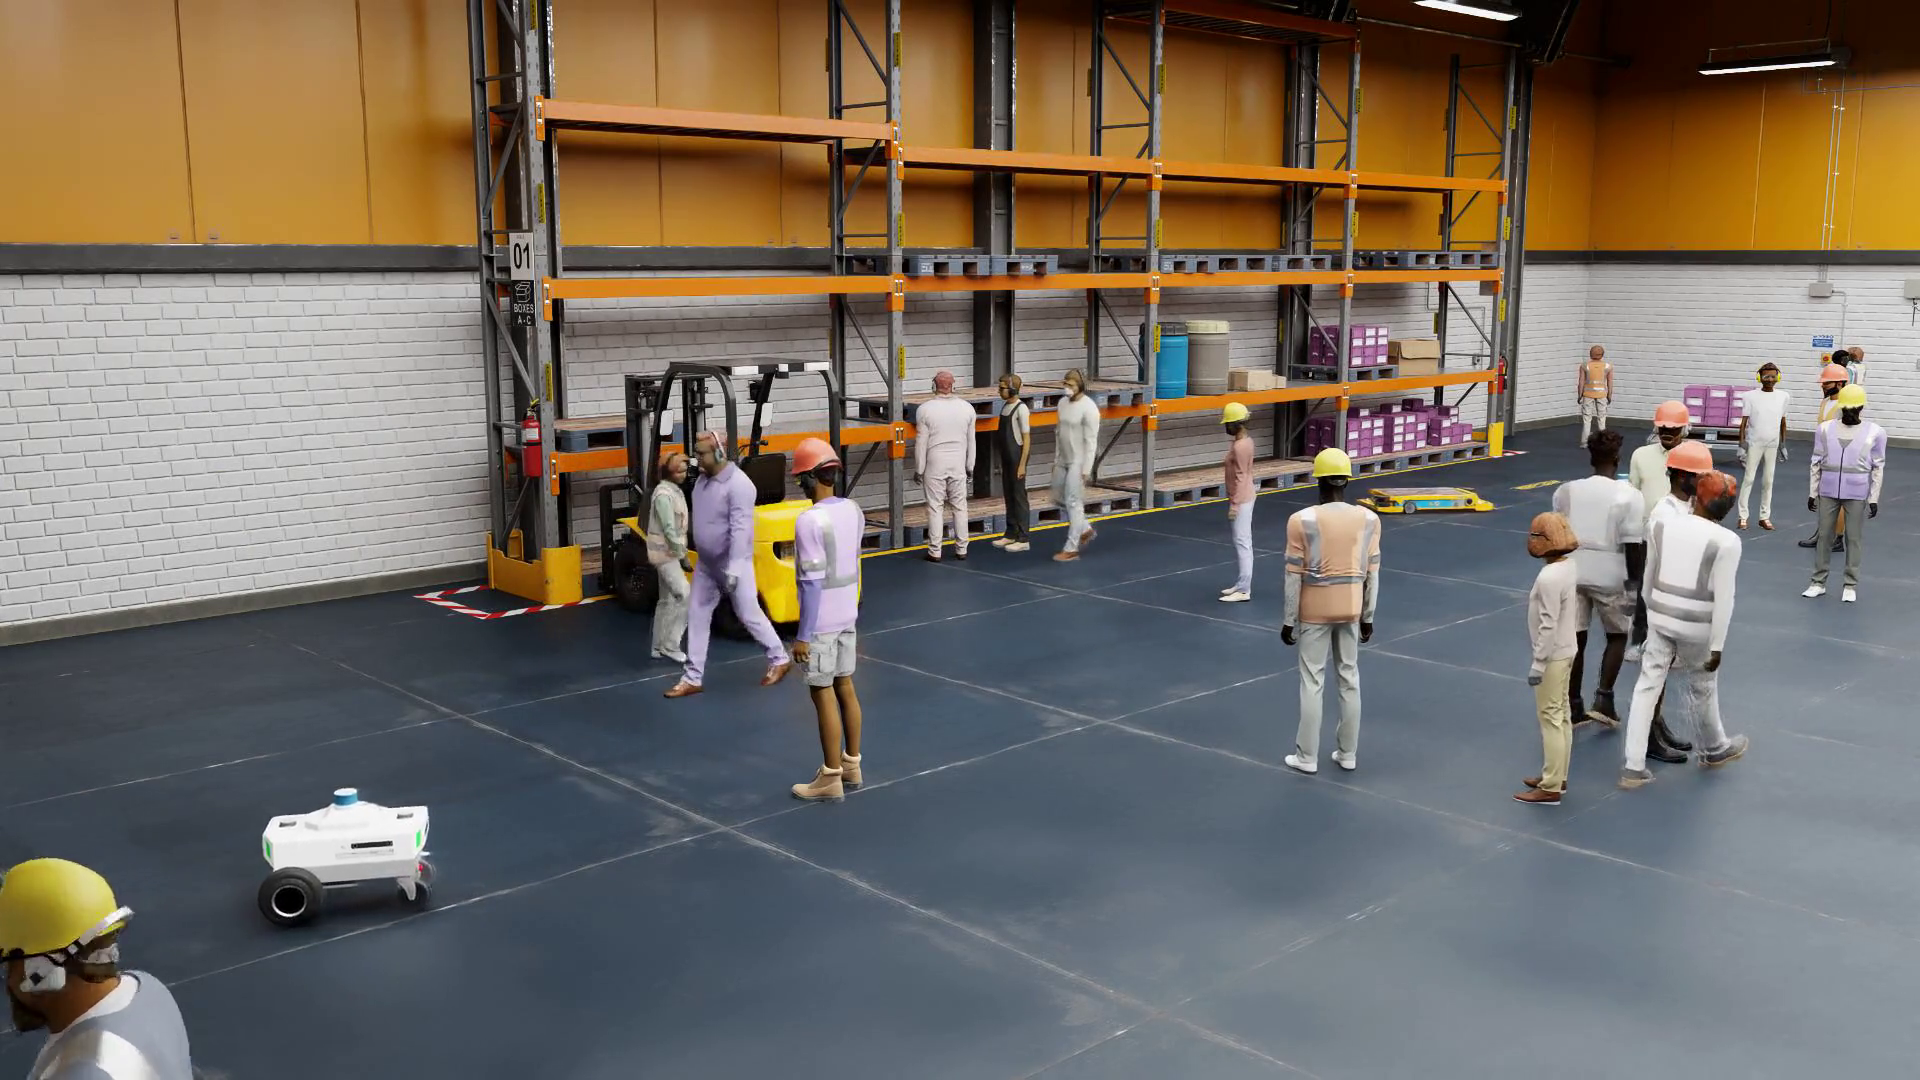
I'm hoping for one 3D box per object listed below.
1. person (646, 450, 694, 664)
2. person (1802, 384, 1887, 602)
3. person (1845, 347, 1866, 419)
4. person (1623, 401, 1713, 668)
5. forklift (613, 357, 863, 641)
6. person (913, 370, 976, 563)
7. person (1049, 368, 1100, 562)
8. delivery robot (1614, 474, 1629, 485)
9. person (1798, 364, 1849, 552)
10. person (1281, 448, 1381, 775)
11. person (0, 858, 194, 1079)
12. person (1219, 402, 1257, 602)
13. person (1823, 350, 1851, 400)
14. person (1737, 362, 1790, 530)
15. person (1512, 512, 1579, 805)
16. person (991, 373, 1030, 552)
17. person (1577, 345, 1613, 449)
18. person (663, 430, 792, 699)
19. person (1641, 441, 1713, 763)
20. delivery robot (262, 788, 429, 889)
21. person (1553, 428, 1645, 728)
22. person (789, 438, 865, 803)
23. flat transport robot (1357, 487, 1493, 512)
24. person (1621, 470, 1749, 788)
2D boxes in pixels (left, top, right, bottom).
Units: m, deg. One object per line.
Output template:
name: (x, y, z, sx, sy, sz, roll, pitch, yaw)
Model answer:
person: (-2.149, 0.138, 12.304, 0.439, 1.616, 0.528, 1, 10, 3)
person: (7.787, -0.415, 14.655, 0.585, 1.923, 0.376, 9, 13, 41)
person: (13.807, -2.162, 25.753, 0.526, 1.633, 0.337, -7, 12, -35)
person: (5.214, -0.042, 12.318, 0.405, 1.985, 0.616, -10, 14, -44)
forklift: (-1.847, -0.414, 13.852, 1.214, 2.155, 2.313, -9, 13, -42)
person: (-0.163, -0.731, 16.553, 0.652, 1.906, 0.402, -4, 10, -22)
person: (1.146, -0.755, 16.619, 0.568, 1.926, 0.682, -5, 11, -28)
delivery robot: (7.526, -0.507, 18.915, 0.707, 0.478, 0.477, 0, 10, 2)
person: (8.936, -0.839, 17.091, 0.376, 1.935, 0.550, -1, 10, -4)
person: (2.167, 0.419, 9.790, 0.583, 1.921, 0.390, -2, 10, -14)
person: (-1.782, 1.554, 3.488, 0.417, 1.813, 0.625, -3, 10, -17)
person: (2.439, -0.331, 14.647, 0.328, 1.760, 0.523, 3, 10, 15)
person: (12.603, -1.889, 23.944, 0.540, 1.695, 0.317, -6, 11, -32)
person: (8.904, -1.034, 18.432, 0.536, 1.869, 0.312, 1, 10, 7)
person: (3.271, 0.655, 9.238, 0.285, 1.631, 0.501, 6, 11, 32)
person: (0.547, -0.800, 17.144, 0.339, 1.842, 0.507, -4, 11, -23)
person: (9.980, -2.236, 26.153, 0.517, 1.636, 0.314, 3, 10, 15)
person: (-1.598, 0.145, 11.575, 0.635, 1.863, 0.953, 9, 13, 43)
person: (4.328, 0.365, 10.058, 0.372, 1.933, 0.542, 6, 11, 31)
delivery robot: (-2.846, 1.401, 7.746, 0.707, 0.478, 0.477, -2, 10, -13)
person: (4.085, 0.253, 10.705, 0.620, 1.939, 0.483, 9, 13, 42)
person: (-0.774, 0.446, 9.289, 0.396, 2.032, 0.615, 4, 11, 23)
flat transport robot: (5.560, -0.487, 19.902, 1.431, 0.197, 0.652, -1, 10, -8)
person: (4.203, 0.496, 9.580, 0.994, 1.823, 0.639, -8, 12, -38)
